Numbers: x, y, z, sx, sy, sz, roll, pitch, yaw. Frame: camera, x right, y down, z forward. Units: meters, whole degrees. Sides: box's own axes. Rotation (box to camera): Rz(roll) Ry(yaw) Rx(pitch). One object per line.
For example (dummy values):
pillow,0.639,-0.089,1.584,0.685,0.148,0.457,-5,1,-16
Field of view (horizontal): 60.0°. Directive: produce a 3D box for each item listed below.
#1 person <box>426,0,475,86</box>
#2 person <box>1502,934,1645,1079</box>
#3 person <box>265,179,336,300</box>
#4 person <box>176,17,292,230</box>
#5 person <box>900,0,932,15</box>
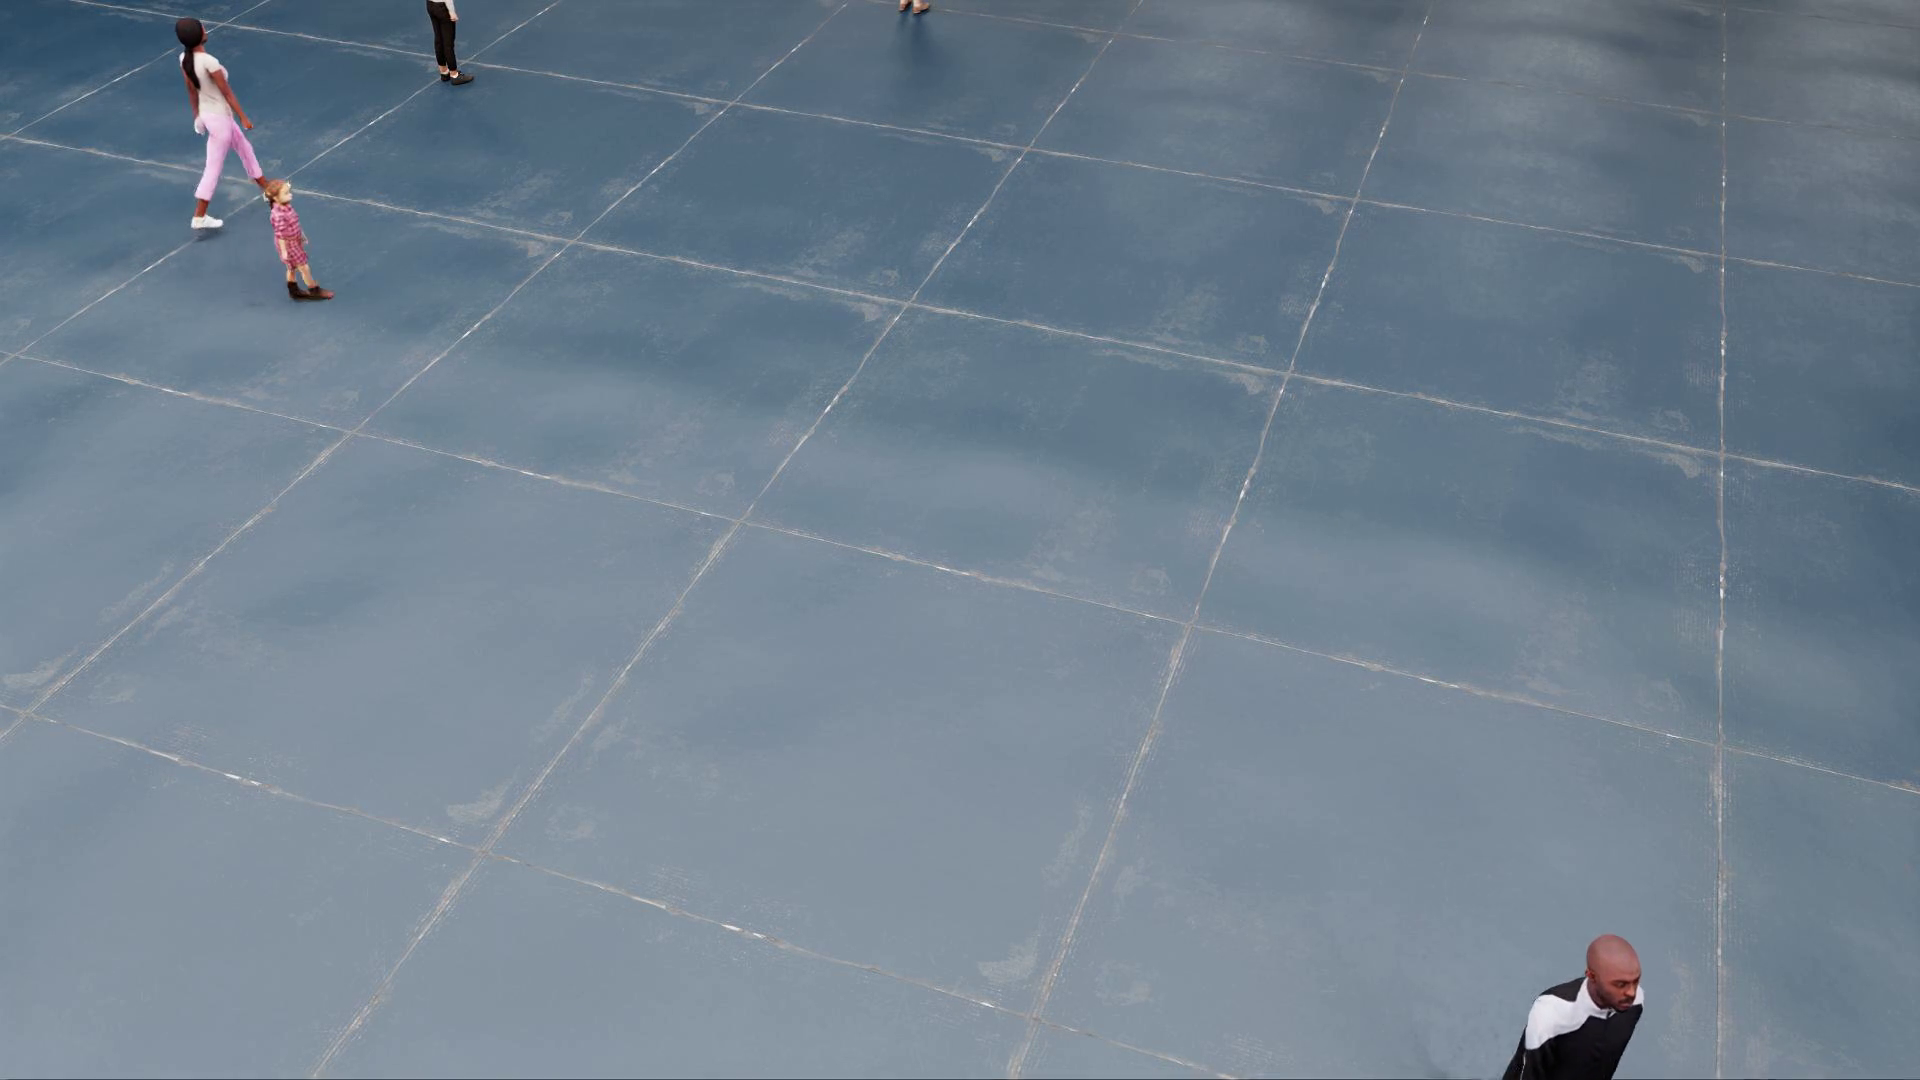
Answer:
person,-5.017,-5.136,16.019,0.612,1.485,0.600,29,46,31
person,2.274,2.090,6.534,1.072,1.792,1.250,-8,39,-10
person,-5.196,-2.296,12.771,0.620,1.013,0.595,-3,38,-4
person,-6.123,-3.345,13.564,0.848,1.689,1.269,26,45,29
person,-0.535,-6.346,17.429,0.565,1.653,0.632,16,41,20
